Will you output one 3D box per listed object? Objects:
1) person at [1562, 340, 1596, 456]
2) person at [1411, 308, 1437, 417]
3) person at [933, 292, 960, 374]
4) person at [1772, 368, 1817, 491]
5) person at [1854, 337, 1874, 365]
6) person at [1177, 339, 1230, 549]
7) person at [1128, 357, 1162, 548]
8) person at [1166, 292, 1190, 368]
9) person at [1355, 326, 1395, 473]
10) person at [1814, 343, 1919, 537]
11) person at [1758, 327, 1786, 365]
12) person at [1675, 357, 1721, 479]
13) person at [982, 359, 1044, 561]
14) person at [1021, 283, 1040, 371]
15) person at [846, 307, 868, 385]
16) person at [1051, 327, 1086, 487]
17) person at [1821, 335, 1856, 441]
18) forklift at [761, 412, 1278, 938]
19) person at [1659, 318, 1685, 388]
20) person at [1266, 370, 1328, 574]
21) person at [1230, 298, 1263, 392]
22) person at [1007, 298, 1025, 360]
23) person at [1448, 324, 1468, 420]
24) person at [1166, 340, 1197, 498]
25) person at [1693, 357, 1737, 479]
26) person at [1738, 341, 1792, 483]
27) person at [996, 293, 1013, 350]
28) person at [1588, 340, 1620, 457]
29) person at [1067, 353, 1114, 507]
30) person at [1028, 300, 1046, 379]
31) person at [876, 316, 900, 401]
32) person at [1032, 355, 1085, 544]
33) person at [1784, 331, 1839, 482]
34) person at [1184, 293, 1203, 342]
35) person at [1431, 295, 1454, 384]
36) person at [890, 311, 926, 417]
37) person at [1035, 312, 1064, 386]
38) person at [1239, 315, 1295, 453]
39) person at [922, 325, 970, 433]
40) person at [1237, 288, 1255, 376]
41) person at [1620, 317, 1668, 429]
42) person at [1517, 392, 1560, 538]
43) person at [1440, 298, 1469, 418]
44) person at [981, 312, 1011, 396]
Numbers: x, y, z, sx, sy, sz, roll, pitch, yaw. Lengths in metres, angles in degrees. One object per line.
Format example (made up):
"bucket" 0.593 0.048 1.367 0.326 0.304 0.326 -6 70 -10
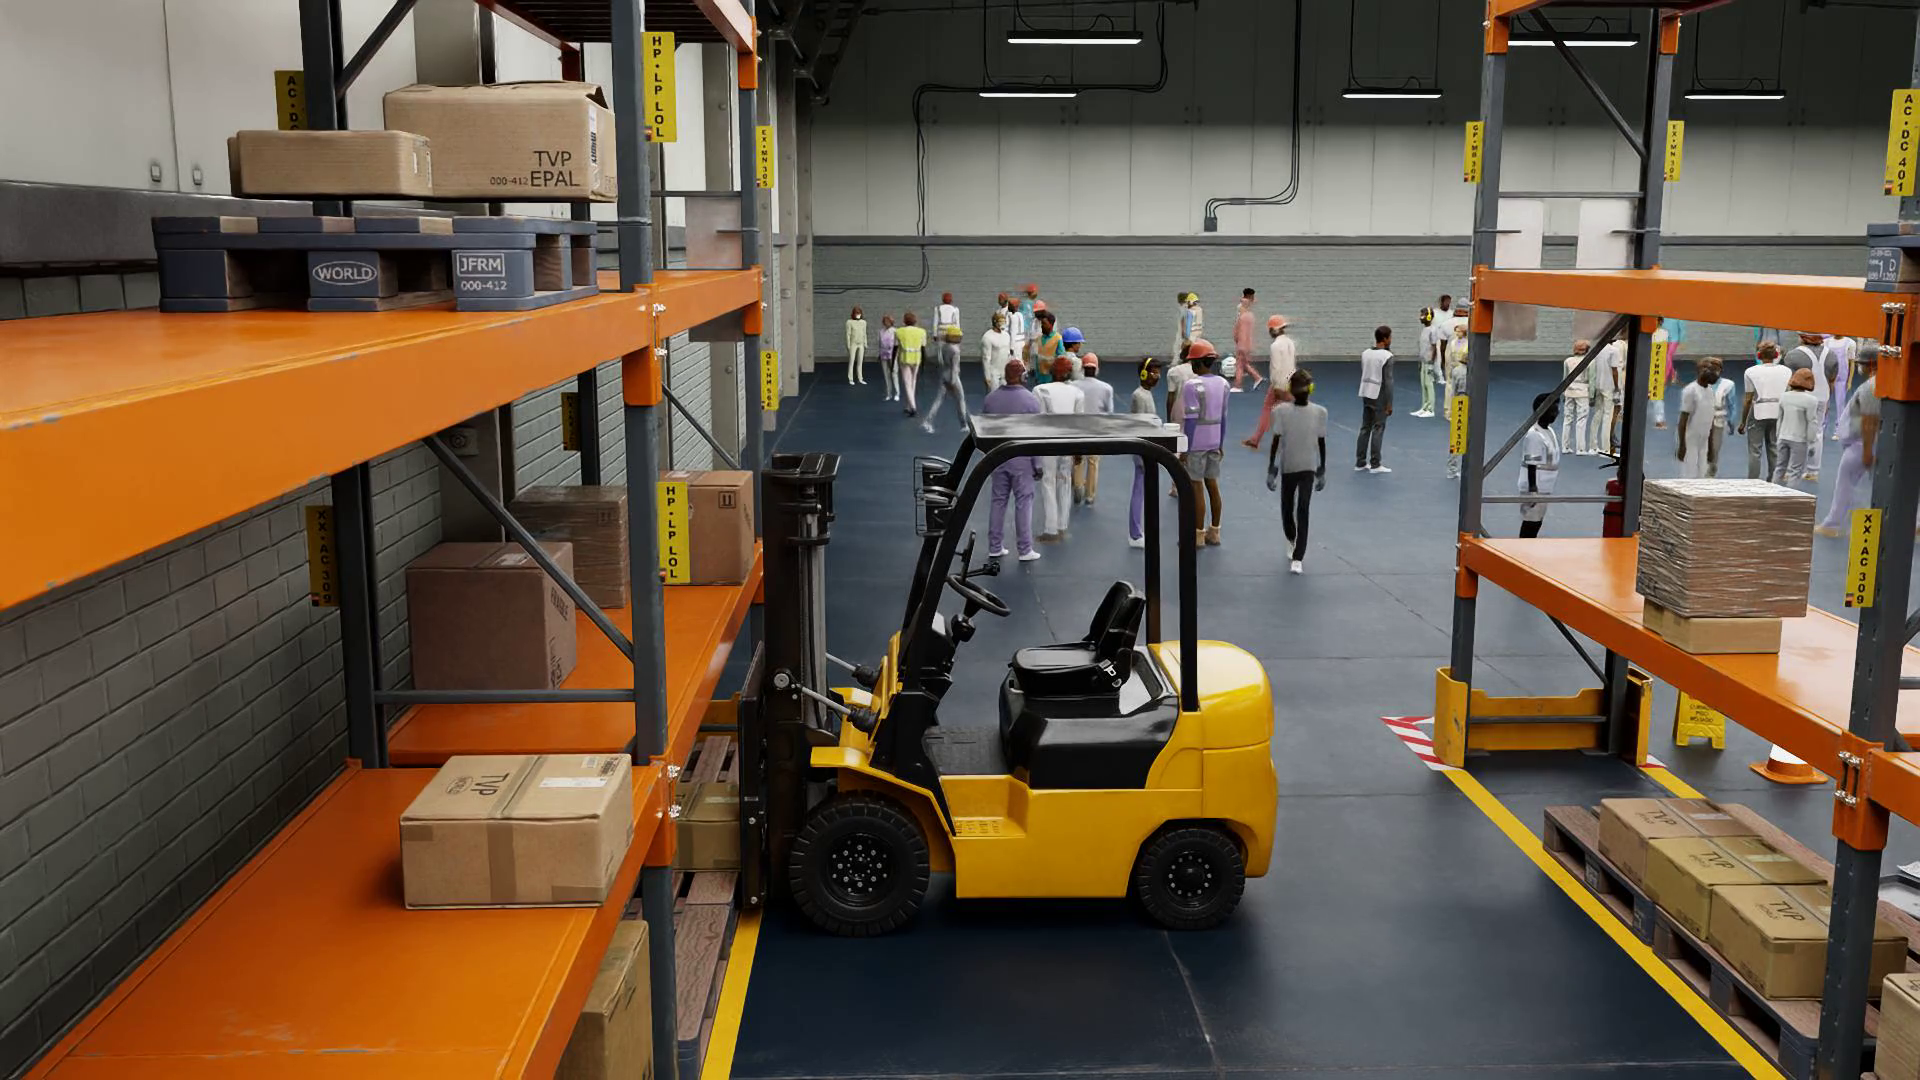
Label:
"person" 8.667 -1.996 23.326 0.312 1.634 0.514 -7 12 -34
"person" 7.970 -3.029 28.412 0.327 1.871 0.514 -1 10 -4
"person" -0.299 -4.618 37.261 0.593 1.871 0.495 0 10 2
"person" 9.109 -1.066 18.152 0.286 1.627 0.518 -3 11 -18
"person" 22.004 -5.241 40.385 0.609 1.995 0.378 2 10 12
"person" 2.350 -0.936 16.275 0.616 2.039 0.389 -9 14 -42
"person" 1.812 -0.856 16.324 0.326 1.865 0.519 1 10 8
"person" 5.327 -4.951 39.282 0.811 1.819 0.509 6 12 29
"person" 5.400 -1.823 21.598 0.394 1.909 0.587 -5 11 -24
"person" 9.167 -0.997 16.615 0.692 2.000 0.993 -9 13 -40
"person" 15.875 -3.801 32.517 0.372 1.940 0.627 -3 11 -19
"person" 7.506 -0.959 17.044 0.587 1.819 0.495 -7 12 -35
"person" 0.521 -0.755 15.681 0.642 1.899 0.398 7 12 34
"person" 1.649 -4.902 38.402 0.434 2.030 0.609 8 13 39
"person" -2.169 -4.075 34.894 0.497 1.633 0.287 -7 12 -34
"person" 1.344 -1.616 20.323 0.384 1.949 0.605 -6 12 -31
"person" 13.156 -2.409 25.021 0.330 1.844 0.520 -9 13 -41
"forklift" 0.291 0.548 7.580 2.313 2.155 1.214 0 10 -2
"person" 14.619 -4.121 34.246 0.874 1.962 0.632 -7 12 -34
"person" 3.103 -0.660 15.300 0.523 1.843 0.886 3 11 16
"person" 5.693 -3.877 33.150 0.605 1.879 0.649 3 11 16
"person" 1.103 -3.839 32.914 0.343 1.878 0.584 3 10 14
"person" 8.367 -2.780 27.732 0.347 1.621 0.520 -6 12 -31
"person" 2.659 -1.412 19.467 0.516 1.844 0.332 0 10 -2
"person" 9.114 -1.419 20.170 0.544 1.611 0.767 4 11 20
"person" 9.371 -1.392 19.366 0.567 1.840 0.375 -1 10 -6
"person" 0.940 -4.400 36.014 0.355 1.883 0.575 -7 13 -35
"person" 8.993 -2.083 23.139 0.328 1.873 0.519 -3 11 -19
"person" 1.462 -1.259 18.907 0.597 1.731 0.547 1 10 7
"person" 1.508 -3.469 30.712 0.599 1.923 0.559 -9 14 -42
"person" -1.318 -3.418 31.309 0.523 1.610 0.418 4 11 21
"person" 0.973 -0.905 16.579 0.639 1.864 0.404 -4 11 -22
"person" 10.506 -1.739 20.746 0.684 2.000 0.538 -1 10 -8
"person" 5.272 -4.674 37.721 0.404 1.824 0.586 7 13 35
"person" 10.184 -4.268 35.309 0.606 1.883 0.826 -3 11 -18
"person" -0.861 -3.035 28.634 0.586 1.809 0.931 -4 11 -21
"person" 1.361 -2.492 25.280 0.390 1.920 0.588 -7 12 -35
"person" 4.444 -2.203 23.590 0.995 1.939 0.605 9 14 42
"person" -0.193 -2.530 26.098 0.891 1.705 0.490 -7 12 -35
"person" 6.401 -4.664 37.283 0.377 1.958 0.602 5 11 24
"person" 11.121 -2.804 26.919 0.600 1.961 0.984 -2 10 -10
"person" 5.029 -0.442 14.468 0.320 1.698 0.538 6 12 32
"person" 8.487 -3.080 28.218 0.672 2.000 0.536 3 11 19
"person" 0.554 -2.517 25.413 0.369 1.932 0.623 7 13 36
